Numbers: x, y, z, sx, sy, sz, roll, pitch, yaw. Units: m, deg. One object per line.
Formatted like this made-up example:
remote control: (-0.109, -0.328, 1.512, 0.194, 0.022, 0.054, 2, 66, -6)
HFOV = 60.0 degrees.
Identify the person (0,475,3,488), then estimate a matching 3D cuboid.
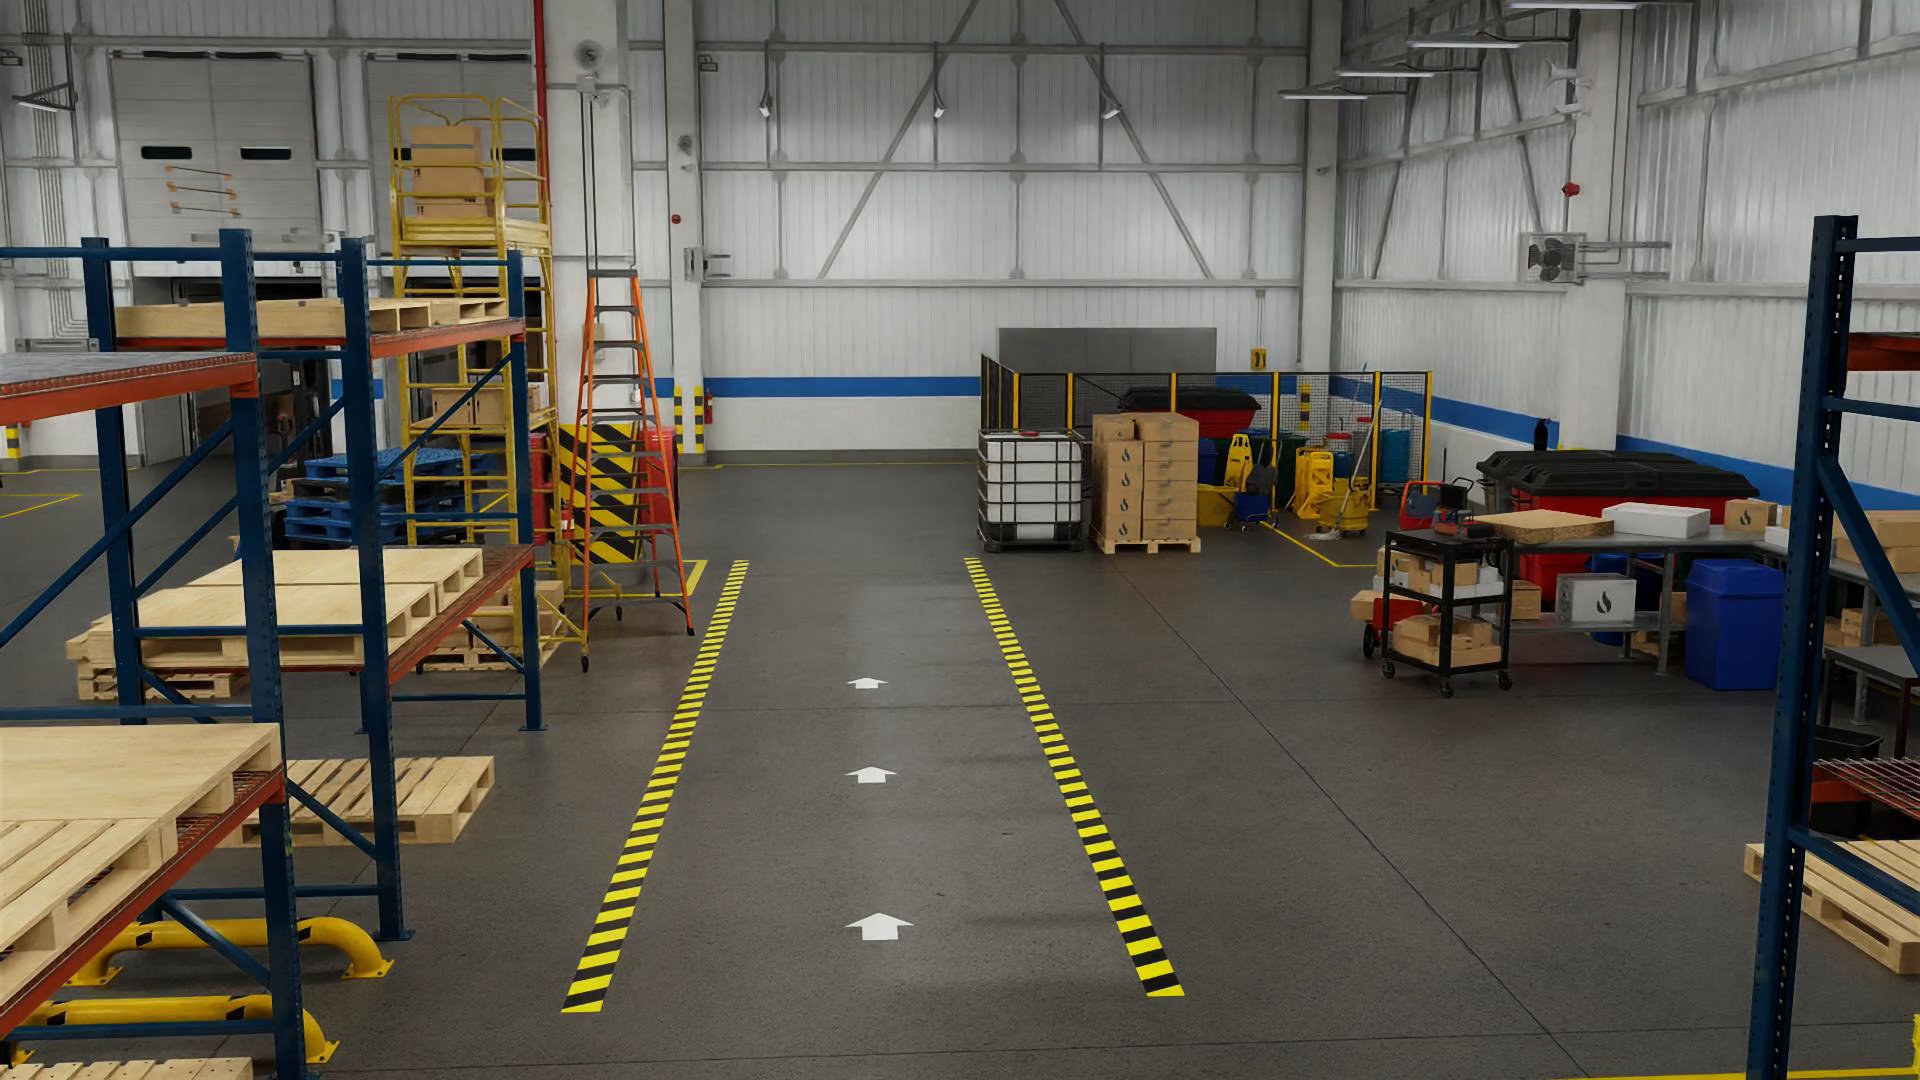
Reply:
person: (-13.201, -1.643, 22.438, 0.543, 1.929, 0.384, 8, 12, 40)

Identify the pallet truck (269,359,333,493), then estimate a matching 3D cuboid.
pallet truck: (-7.062, -1.131, 18.996, 1.885, 1.965, 0.823, 2, 9, 13)
